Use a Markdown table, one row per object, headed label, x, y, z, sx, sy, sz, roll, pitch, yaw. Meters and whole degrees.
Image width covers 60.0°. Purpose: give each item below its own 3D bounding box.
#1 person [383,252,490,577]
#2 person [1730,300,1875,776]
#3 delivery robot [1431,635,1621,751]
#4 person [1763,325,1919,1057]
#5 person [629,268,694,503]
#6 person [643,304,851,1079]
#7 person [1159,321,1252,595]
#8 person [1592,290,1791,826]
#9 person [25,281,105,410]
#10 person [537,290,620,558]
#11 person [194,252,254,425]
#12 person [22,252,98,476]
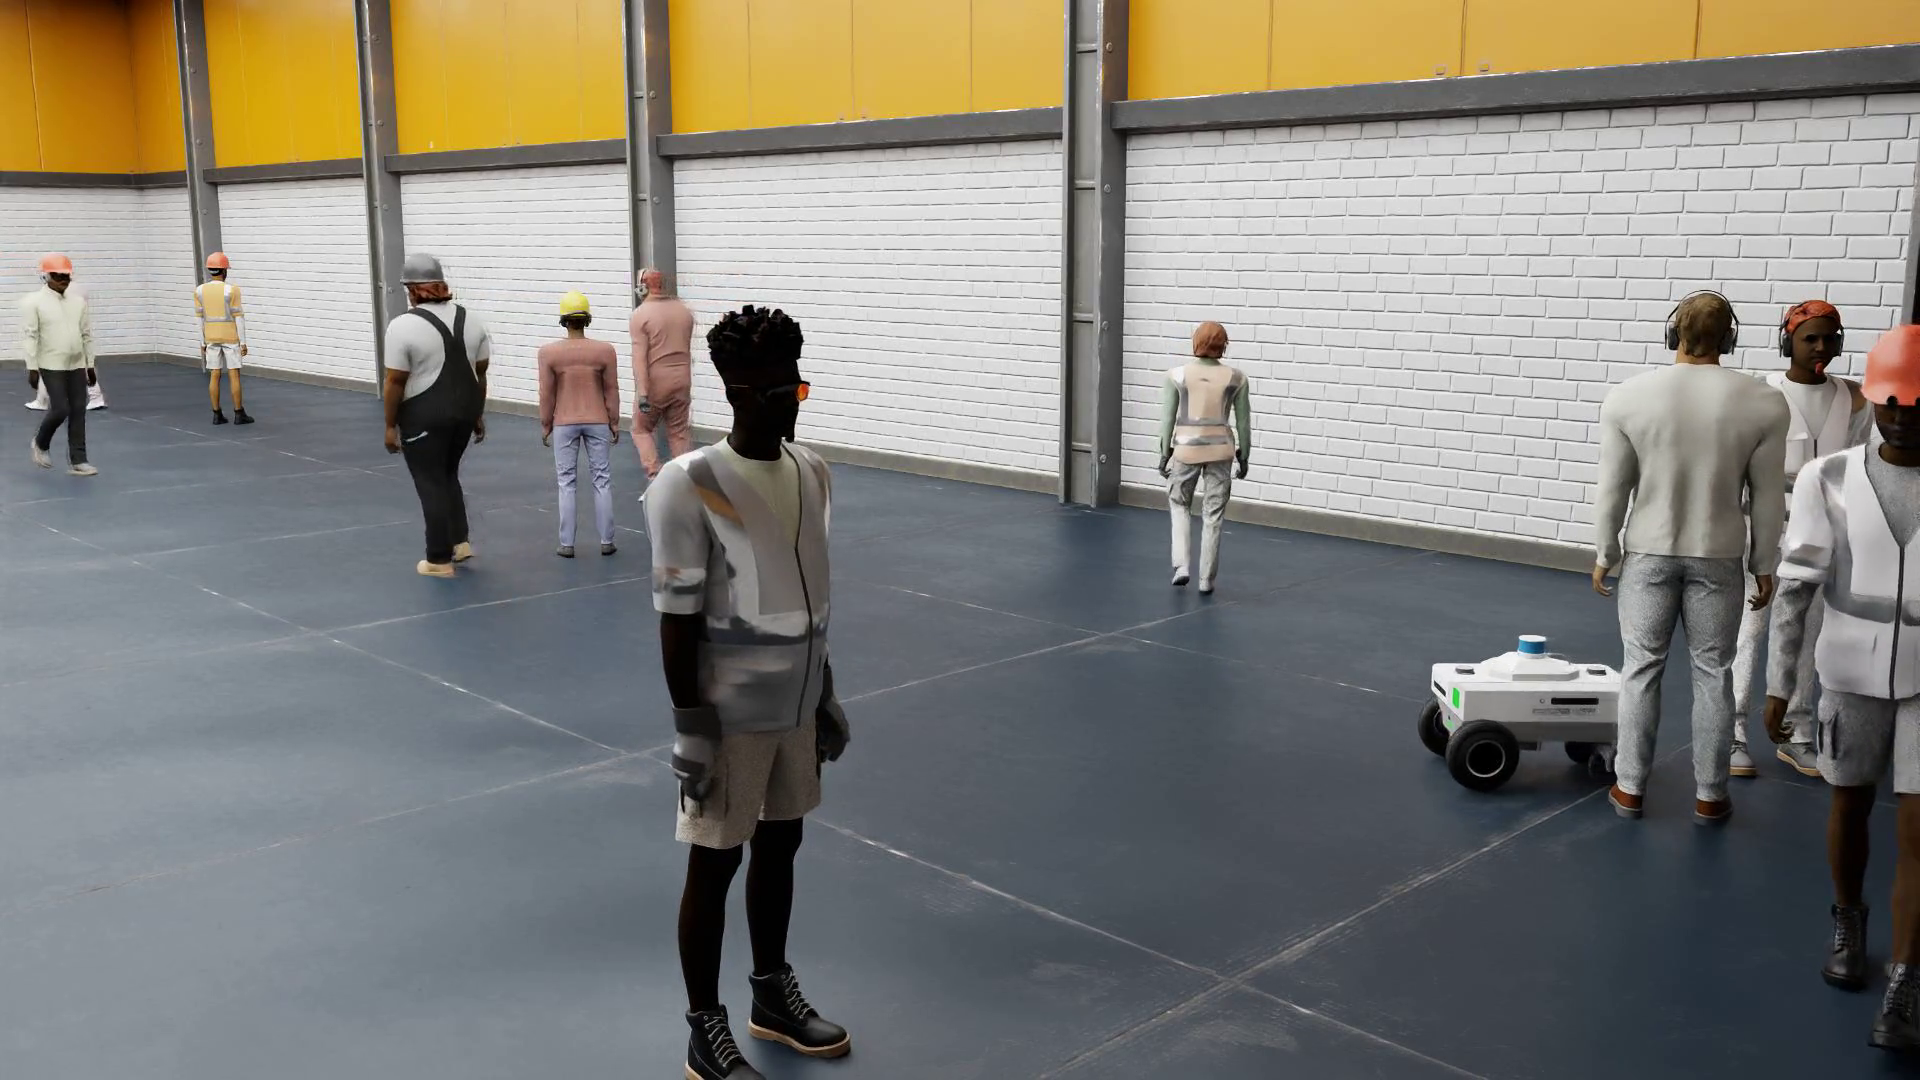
| label | x | y | z | sx | sy | sz | roll | pitch | yaw |
| --- | --- | --- | --- | --- | --- | --- | --- | --- | --- |
| person | -3.321 | -0.781 | 10.405 | 0.561 | 2.000 | 0.705 | 7 | 12 | 33 |
| person | 3.277 | 0.003 | 6.560 | 0.576 | 1.882 | 0.355 | 0 | 10 | 0 |
| delivery robot | 2.247 | 0.619 | 6.567 | 0.707 | 0.478 | 0.477 | 0 | 10 | 1 |
| person | 2.477 | 0.387 | 4.428 | 0.590 | 1.893 | 0.922 | 7 | 12 | 32 |
| person | -2.368 | -1.211 | 13.213 | 0.496 | 1.880 | 0.653 | 9 | 14 | 41 |
| person | -0.507 | 0.401 | 4.159 | 0.369 | 1.967 | 0.601 | 7 | 13 | 34 |
| person | 1.458 | -0.484 | 9.880 | 0.548 | 1.627 | 0.389 | 1 | 10 | 8 |
| person | 2.626 | 0.071 | 6.037 | 0.635 | 1.937 | 0.353 | 4 | 11 | 21 |
| person | -10.918 | -2.484 | 20.226 | 1.015 | 1.847 | 0.651 | 3 | 11 | 16 |
| person | -2.520 | -0.762 | 11.040 | 0.530 | 1.772 | 0.303 | -3 | 11 | -18 |
| person | -8.313 | -2.264 | 18.772 | 0.543 | 1.939 | 0.360 | 0 | 10 | 2 |
| person | -8.001 | -1.554 | 14.776 | 0.564 | 1.980 | 0.636 | 5 | 11 | 24 |
